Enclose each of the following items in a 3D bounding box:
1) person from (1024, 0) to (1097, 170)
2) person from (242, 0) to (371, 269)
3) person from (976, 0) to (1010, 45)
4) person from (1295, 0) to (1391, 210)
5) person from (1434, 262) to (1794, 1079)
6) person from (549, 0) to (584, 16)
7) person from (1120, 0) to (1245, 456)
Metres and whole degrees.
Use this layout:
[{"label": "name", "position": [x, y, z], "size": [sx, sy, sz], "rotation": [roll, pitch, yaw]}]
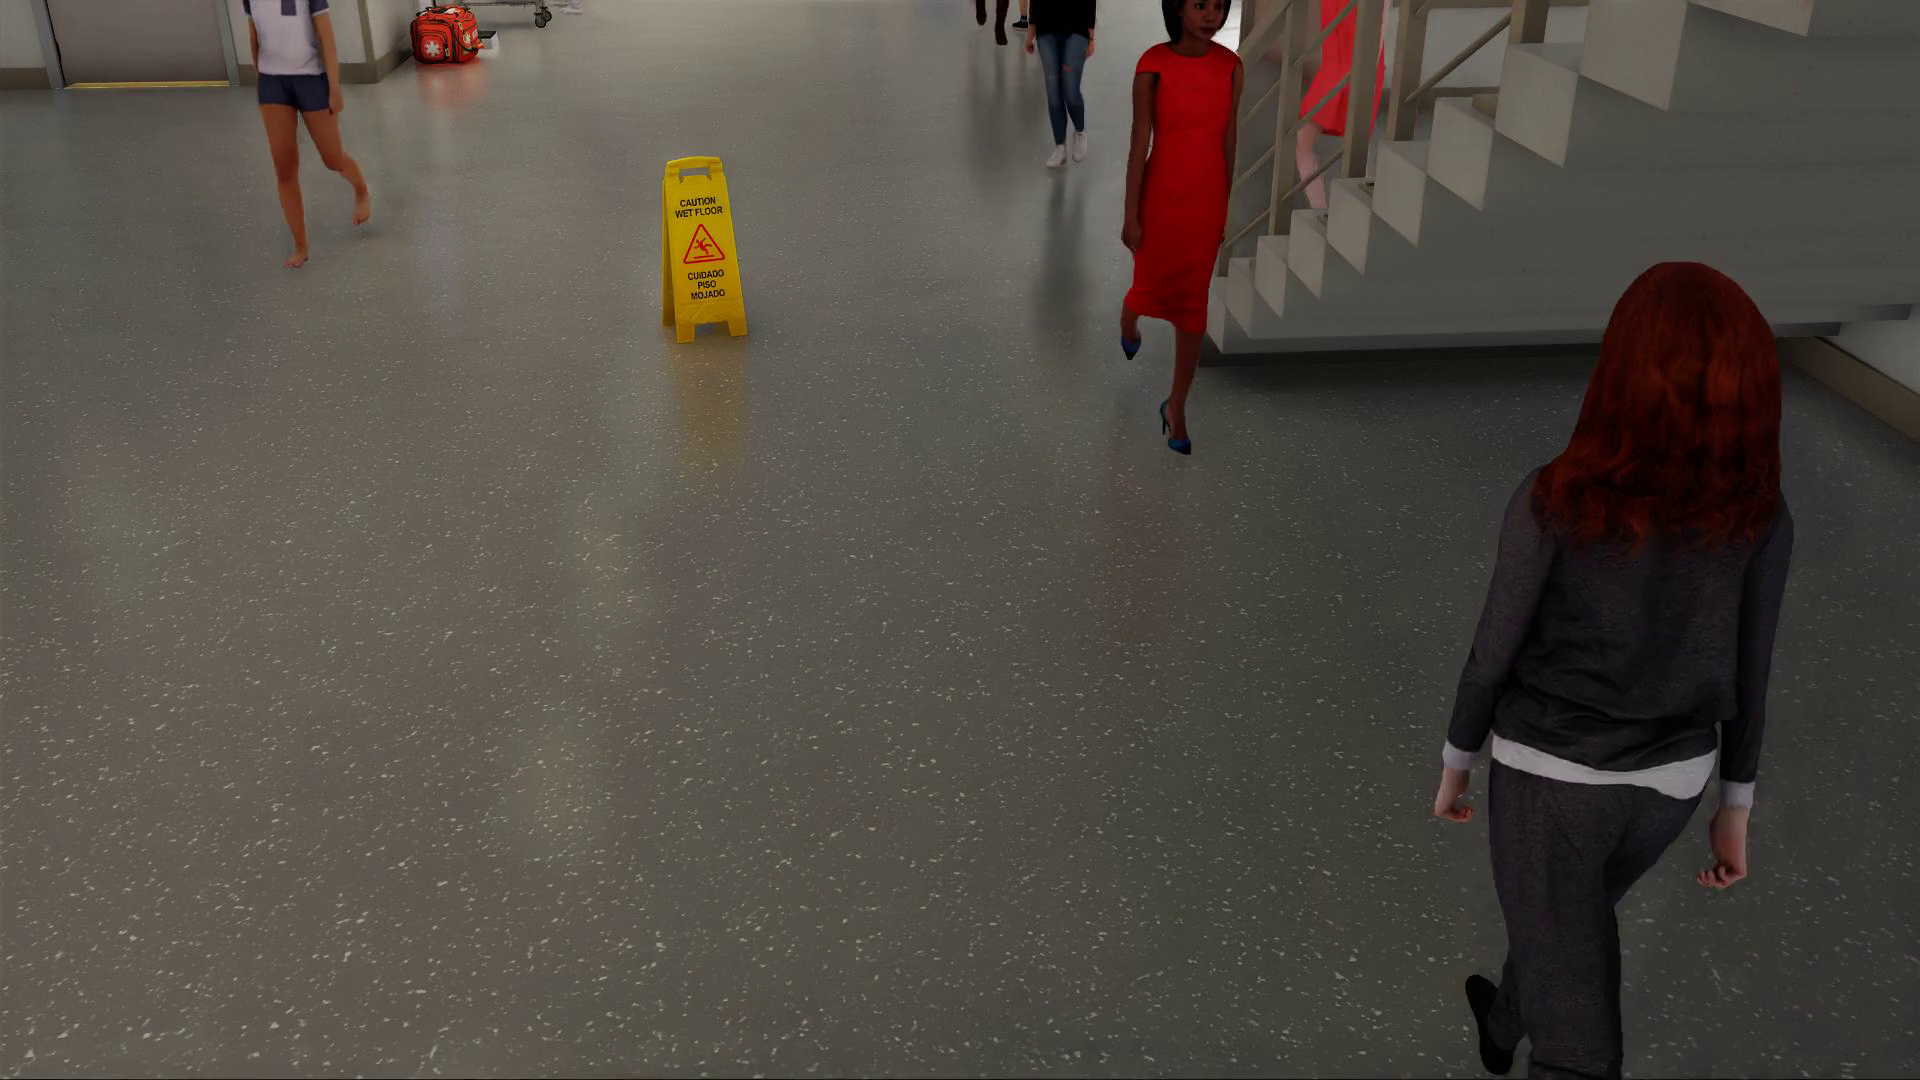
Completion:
[{"label": "person", "position": [0.652, -3.120, 10.189], "size": [0.684, 1.634, 0.735], "rotation": [10, 28, 20]}, {"label": "person", "position": [-3.286, -2.274, 8.351], "size": [0.673, 1.708, 1.071], "rotation": [1, 26, 2]}, {"label": "person", "position": [0.297, -5.178, 14.387], "size": [0.647, 1.695, 0.847], "rotation": [-5, 26, -10]}, {"label": "person", "position": [1.939, -2.156, 7.981], "size": [0.763, 1.816, 0.671], "rotation": [-16, 30, -29]}, {"label": "person", "position": [1.001, 0.496, 2.593], "size": [0.659, 1.719, 1.185], "rotation": [0, 26, 1]}, {"label": "person", "position": [-3.775, -5.928, 15.759], "size": [0.948, 1.853, 0.878], "rotation": [17, 30, 31]}, {"label": "person", "position": [0.781, -1.220, 6.153], "size": [0.650, 1.718, 1.021], "rotation": [-5, 26, -10]}]
